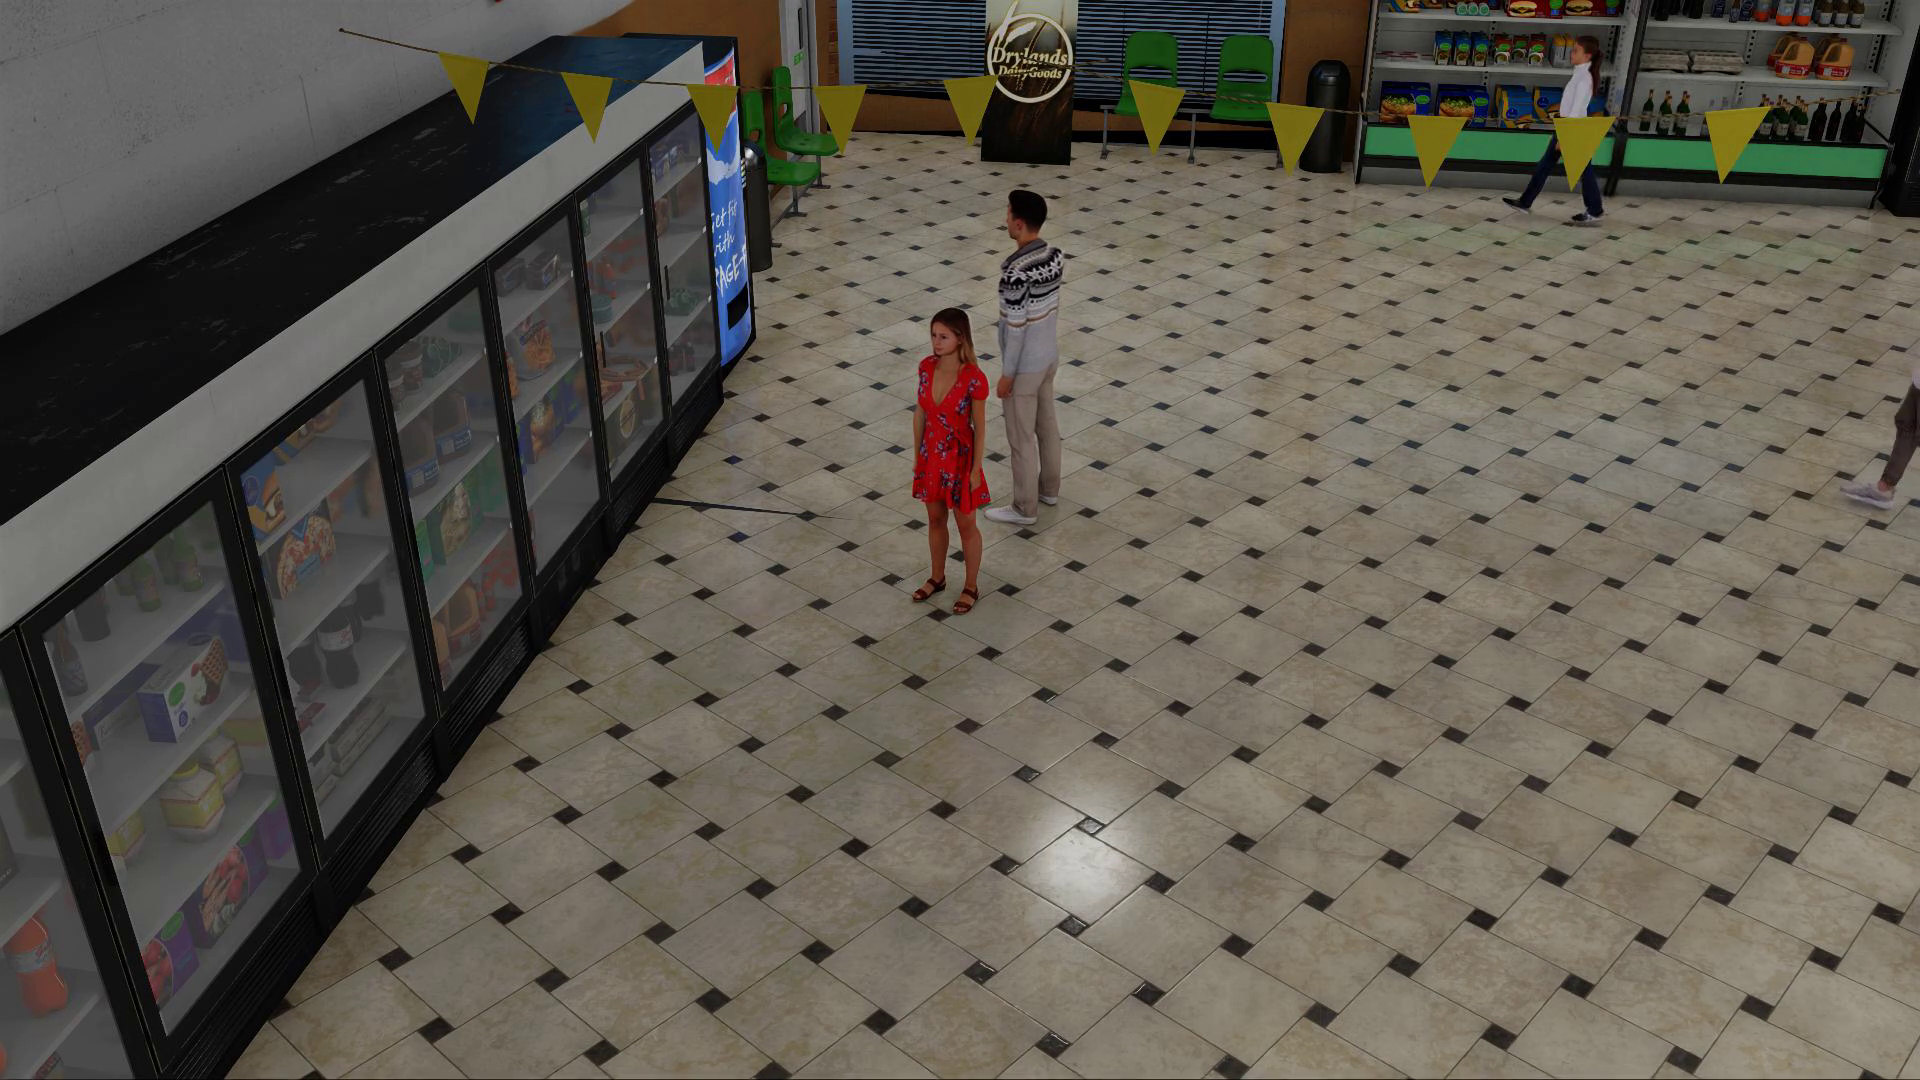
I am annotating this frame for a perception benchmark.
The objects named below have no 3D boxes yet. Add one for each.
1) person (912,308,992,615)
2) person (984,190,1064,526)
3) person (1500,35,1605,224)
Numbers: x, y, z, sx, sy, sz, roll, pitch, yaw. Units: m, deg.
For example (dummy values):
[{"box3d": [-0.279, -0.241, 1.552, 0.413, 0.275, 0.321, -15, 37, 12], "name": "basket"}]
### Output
[{"box3d": [-0.039, -0.397, 8.233, 0.600, 1.593, 0.709, 17, 33, 29], "name": "person"}, {"box3d": [0.377, -0.982, 9.027, 0.689, 1.860, 0.754, 16, 32, 26], "name": "person"}, {"box3d": [5.148, -3.344, 13.713, 1.056, 1.514, 0.540, 4, 29, 8], "name": "person"}]
